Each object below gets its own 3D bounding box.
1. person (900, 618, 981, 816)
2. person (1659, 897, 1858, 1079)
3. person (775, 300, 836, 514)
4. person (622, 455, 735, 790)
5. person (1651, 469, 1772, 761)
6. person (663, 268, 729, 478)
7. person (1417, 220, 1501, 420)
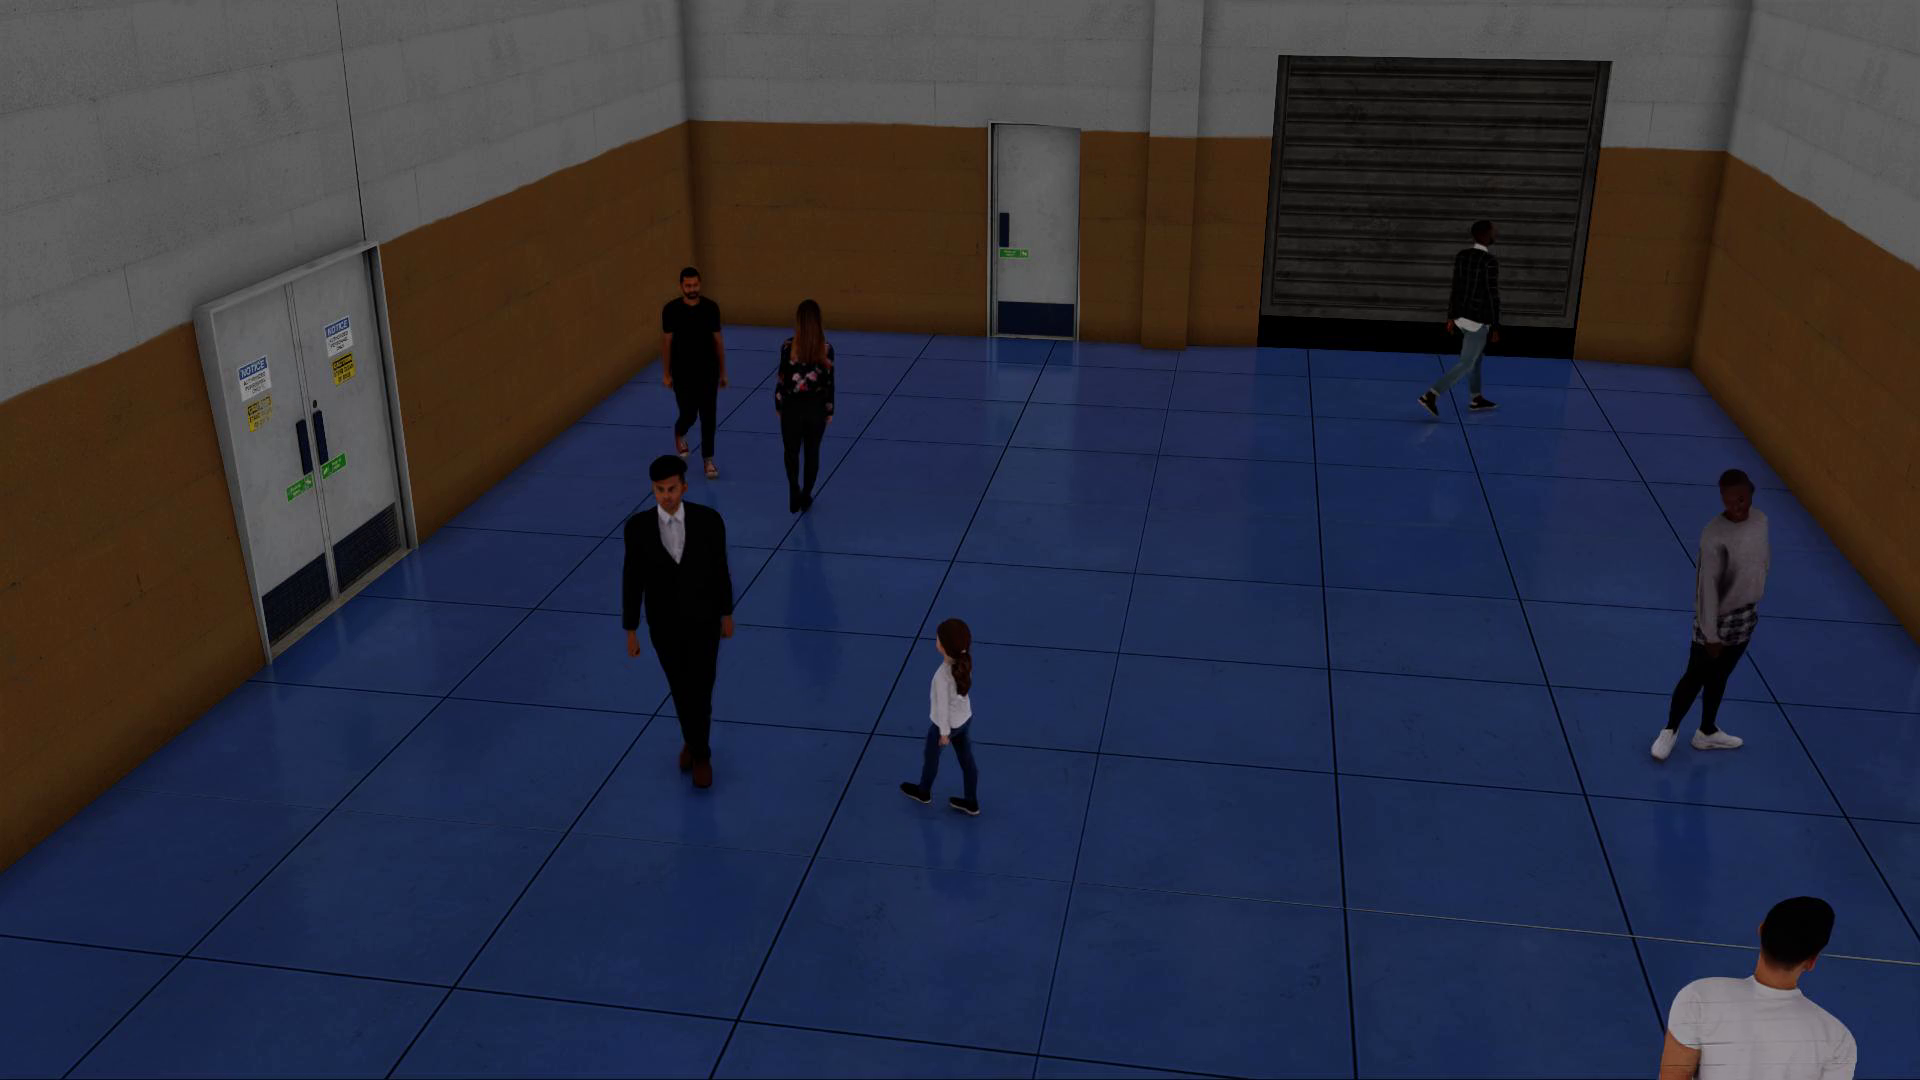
[{"bbox_3d":[0.004,0.946,8.732,0.747,1.093,0.603,14,26,31],"label":"person"},{"bbox_3d":[2.397,1.974,5.177,0.786,1.837,0.866,14,26,30],"label":"person"},{"bbox_3d":[-1.187,-0.973,12.741,0.839,1.666,0.784,-3,22,-6],"label":"person"},{"bbox_3d":[-1.504,0.384,9.098,0.809,1.863,0.893,-1,22,-2],"label":"person"},{"bbox_3d":[4.258,0.395,9.229,0.793,1.745,0.887,-20,29,-40],"label":"person"},{"bbox_3d":[-2.206,-1.400,13.703,0.936,1.740,0.964,-10,24,-23],"label":"person"},{"bbox_3d":[4.556,-1.951,15.017,1.288,1.783,1.085,-9,23,-20],"label":"person"}]
